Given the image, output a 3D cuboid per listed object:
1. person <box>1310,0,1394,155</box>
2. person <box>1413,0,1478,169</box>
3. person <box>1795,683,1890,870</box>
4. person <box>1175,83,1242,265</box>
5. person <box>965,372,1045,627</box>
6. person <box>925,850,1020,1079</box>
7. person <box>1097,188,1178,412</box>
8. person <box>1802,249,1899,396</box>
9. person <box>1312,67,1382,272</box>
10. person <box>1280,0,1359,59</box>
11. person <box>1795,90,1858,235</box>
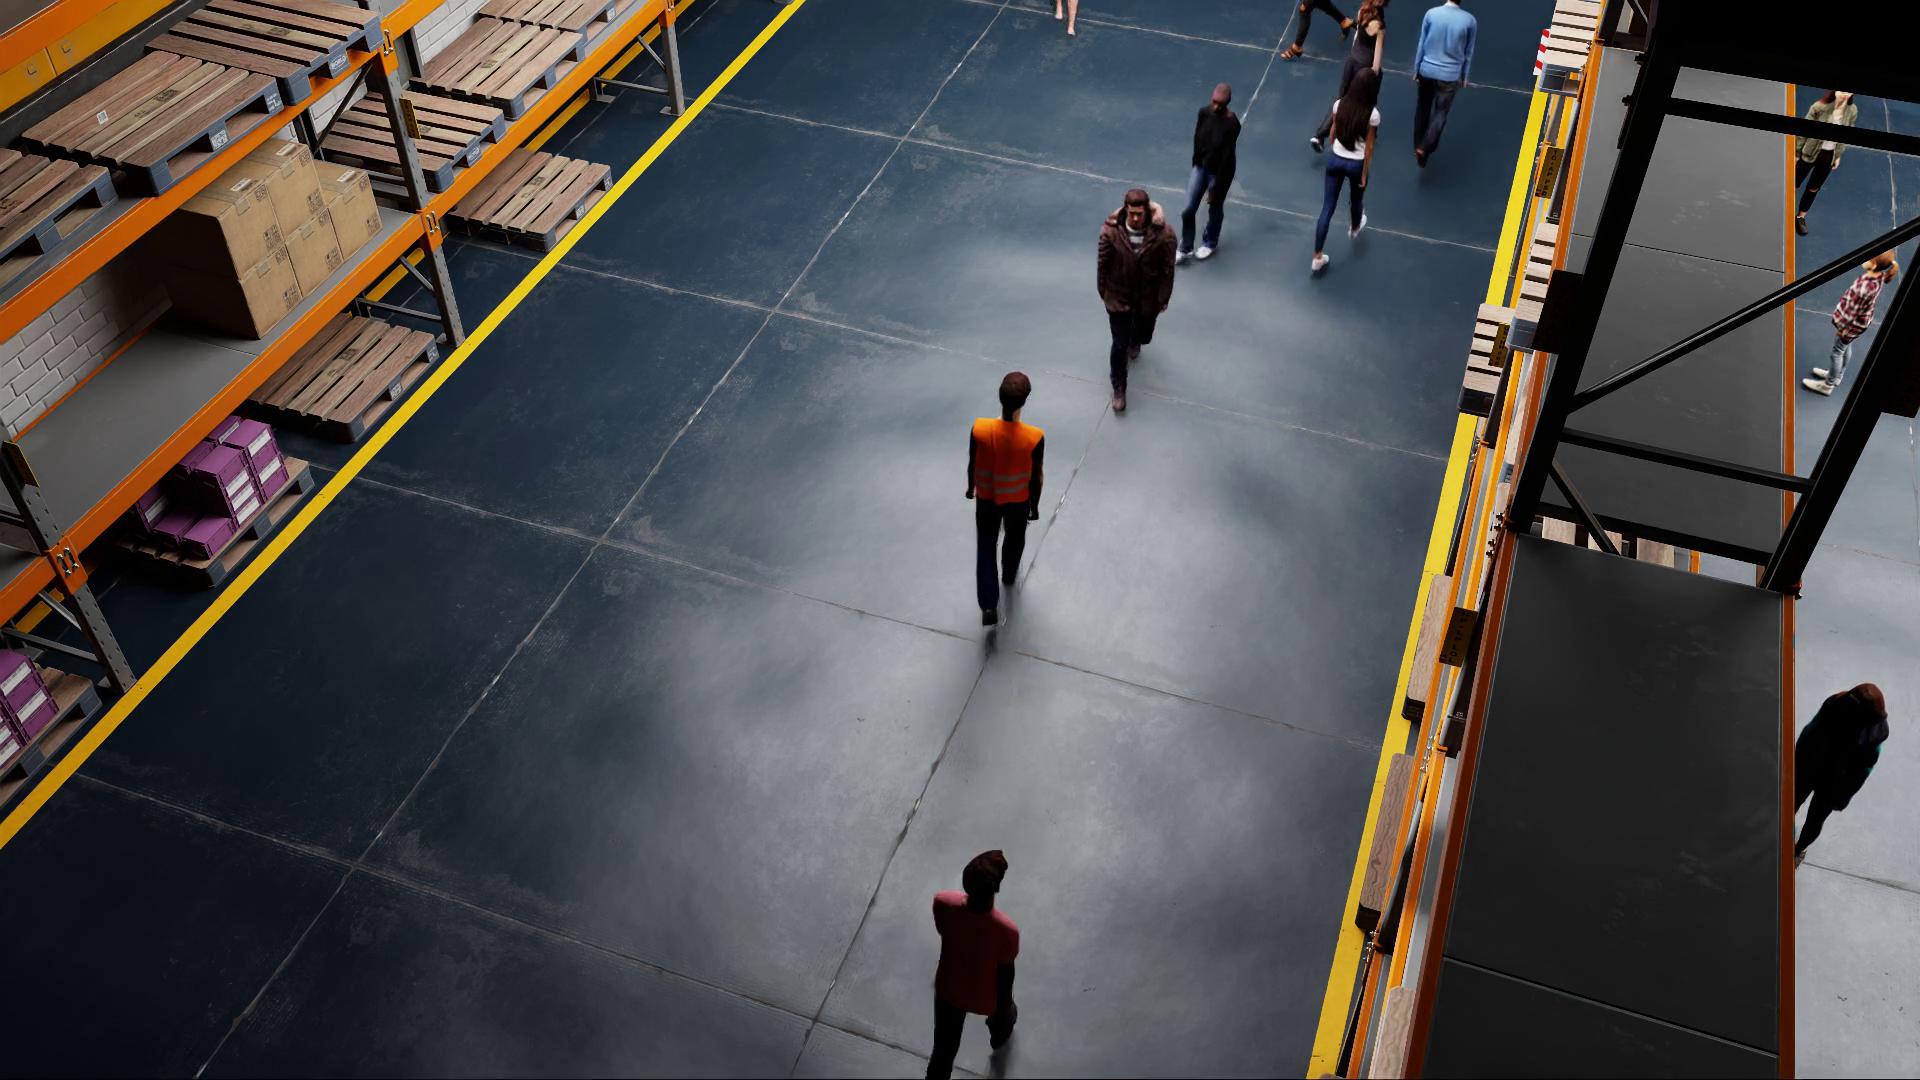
[{"bbox_3d":[3.627,-4.287,15.274,1.160,1.706,1.031,-26,50,-25],"label":"person"},{"bbox_3d":[4.353,-4.244,15.160,0.725,1.800,1.007,19,47,19],"label":"person"},{"bbox_3d":[4.956,1.337,9.520,0.738,1.499,0.687,-22,48,-22],"label":"person"},{"bbox_3d":[2.194,-3.114,14.036,0.762,1.713,0.880,33,53,30],"label":"person"},{"bbox_3d":[0.275,-0.236,10.907,0.865,1.863,1.188,4,44,4],"label":"person"},{"bbox_3d":[0.004,2.291,8.216,0.634,1.915,1.205,13,45,14],"label":"person"},{"bbox_3d":[1.340,-1.921,12.707,0.933,1.819,1.186,3,44,3],"label":"person"},{"bbox_3d":[6.917,-1.705,12.853,0.645,1.305,0.535,30,51,28],"label":"person"},{"bbox_3d":[3.205,-3.071,13.985,0.769,1.722,1.201,24,49,23],"label":"person"},{"bbox_3d":[3.709,-5.670,16.747,1.047,1.676,1.103,-9,44,-9],"label":"person"},{"bbox_3d":[7.454,-3.357,14.463,0.622,1.476,0.582,5,44,5],"label":"person"}]
